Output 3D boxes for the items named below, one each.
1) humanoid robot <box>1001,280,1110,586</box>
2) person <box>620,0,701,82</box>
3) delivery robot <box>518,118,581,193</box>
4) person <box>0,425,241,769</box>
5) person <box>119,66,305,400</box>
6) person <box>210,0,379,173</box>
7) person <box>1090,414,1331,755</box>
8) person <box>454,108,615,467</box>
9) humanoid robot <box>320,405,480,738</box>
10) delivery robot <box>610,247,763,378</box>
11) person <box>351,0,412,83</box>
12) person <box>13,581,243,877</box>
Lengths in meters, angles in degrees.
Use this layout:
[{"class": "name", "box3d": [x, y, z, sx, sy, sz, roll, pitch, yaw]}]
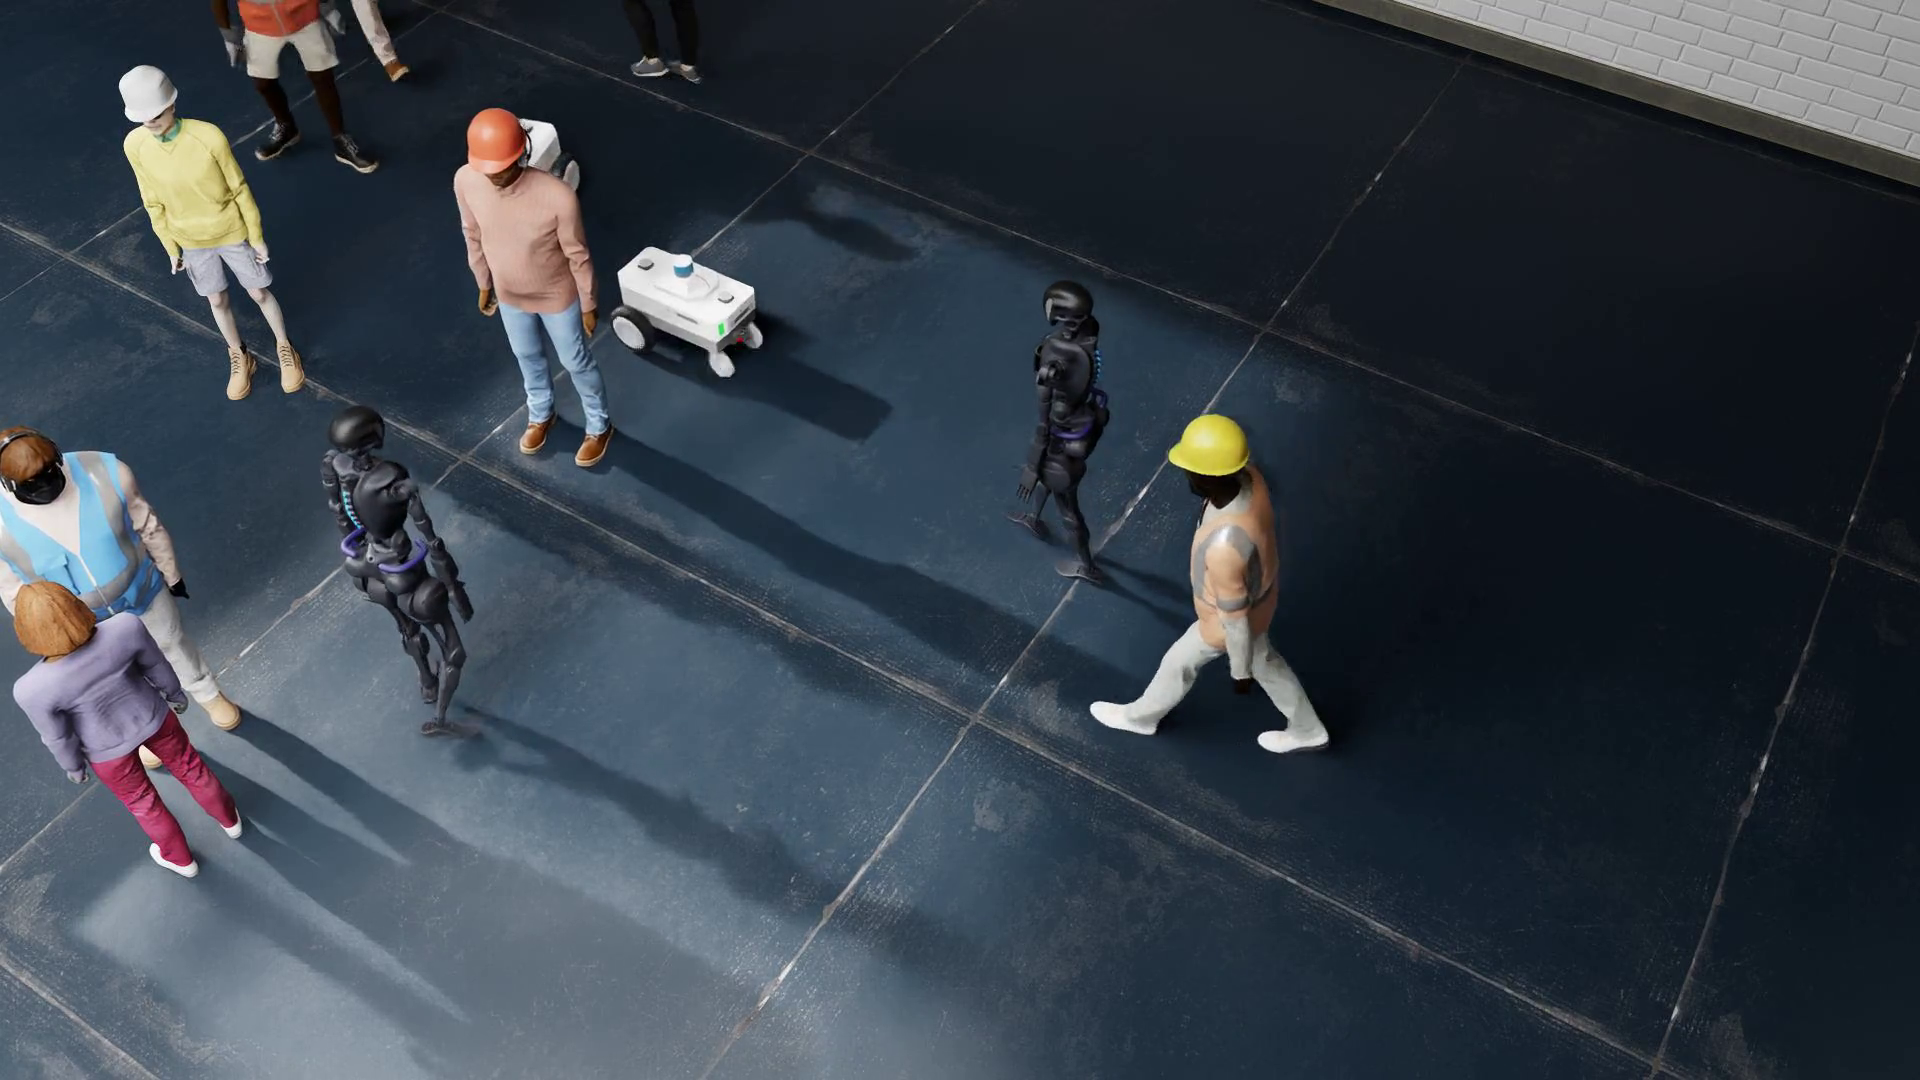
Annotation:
[{"class": "humanoid robot", "box3d": [0.424, -0.467, 7.298, 0.611, 1.640, 0.583, 20, 52, 17]}, {"class": "person", "box3d": [-1.841, -3.553, 9.945, 0.586, 1.742, 0.745, 32, 56, 25]}, {"class": "delivery robot", "box3d": [-2.532, -2.060, 9.439, 0.499, 0.614, 0.808, 12, 50, 10]}, {"class": "person", "box3d": [-3.378, 0.230, 6.579, 0.624, 1.838, 0.431, -30, 55, -24]}, {"class": "person", "box3d": [-3.609, -1.469, 8.025, 0.486, 1.888, 0.398, -8, 49, -7]}, {"class": "person", "box3d": [-3.831, -2.920, 9.271, 0.746, 1.925, 0.459, -12, 50, -11]}, {"class": "person", "box3d": [1.099, 0.261, 6.535, 1.011, 1.862, 0.613, 15, 50, 12]}, {"class": "person", "box3d": [-1.961, -1.145, 7.680, 0.618, 1.986, 0.396, 14, 50, 12]}, {"class": "humanoid robot", "box3d": [-2.311, 0.159, 6.745, 0.608, 1.647, 0.462, 21, 52, 18]}, {"class": "delivery robot", "box3d": [-1.420, -1.241, 8.691, 0.742, 0.566, 0.499, 24, 53, 20]}, {"class": "person", "box3d": [-3.635, -3.740, 9.975, 0.626, 1.925, 1.044, -28, 55, -22]}, {"class": "person", "box3d": [-3.148, 0.719, 6.278, 0.267, 1.632, 0.508, 31, 56, 24]}]
